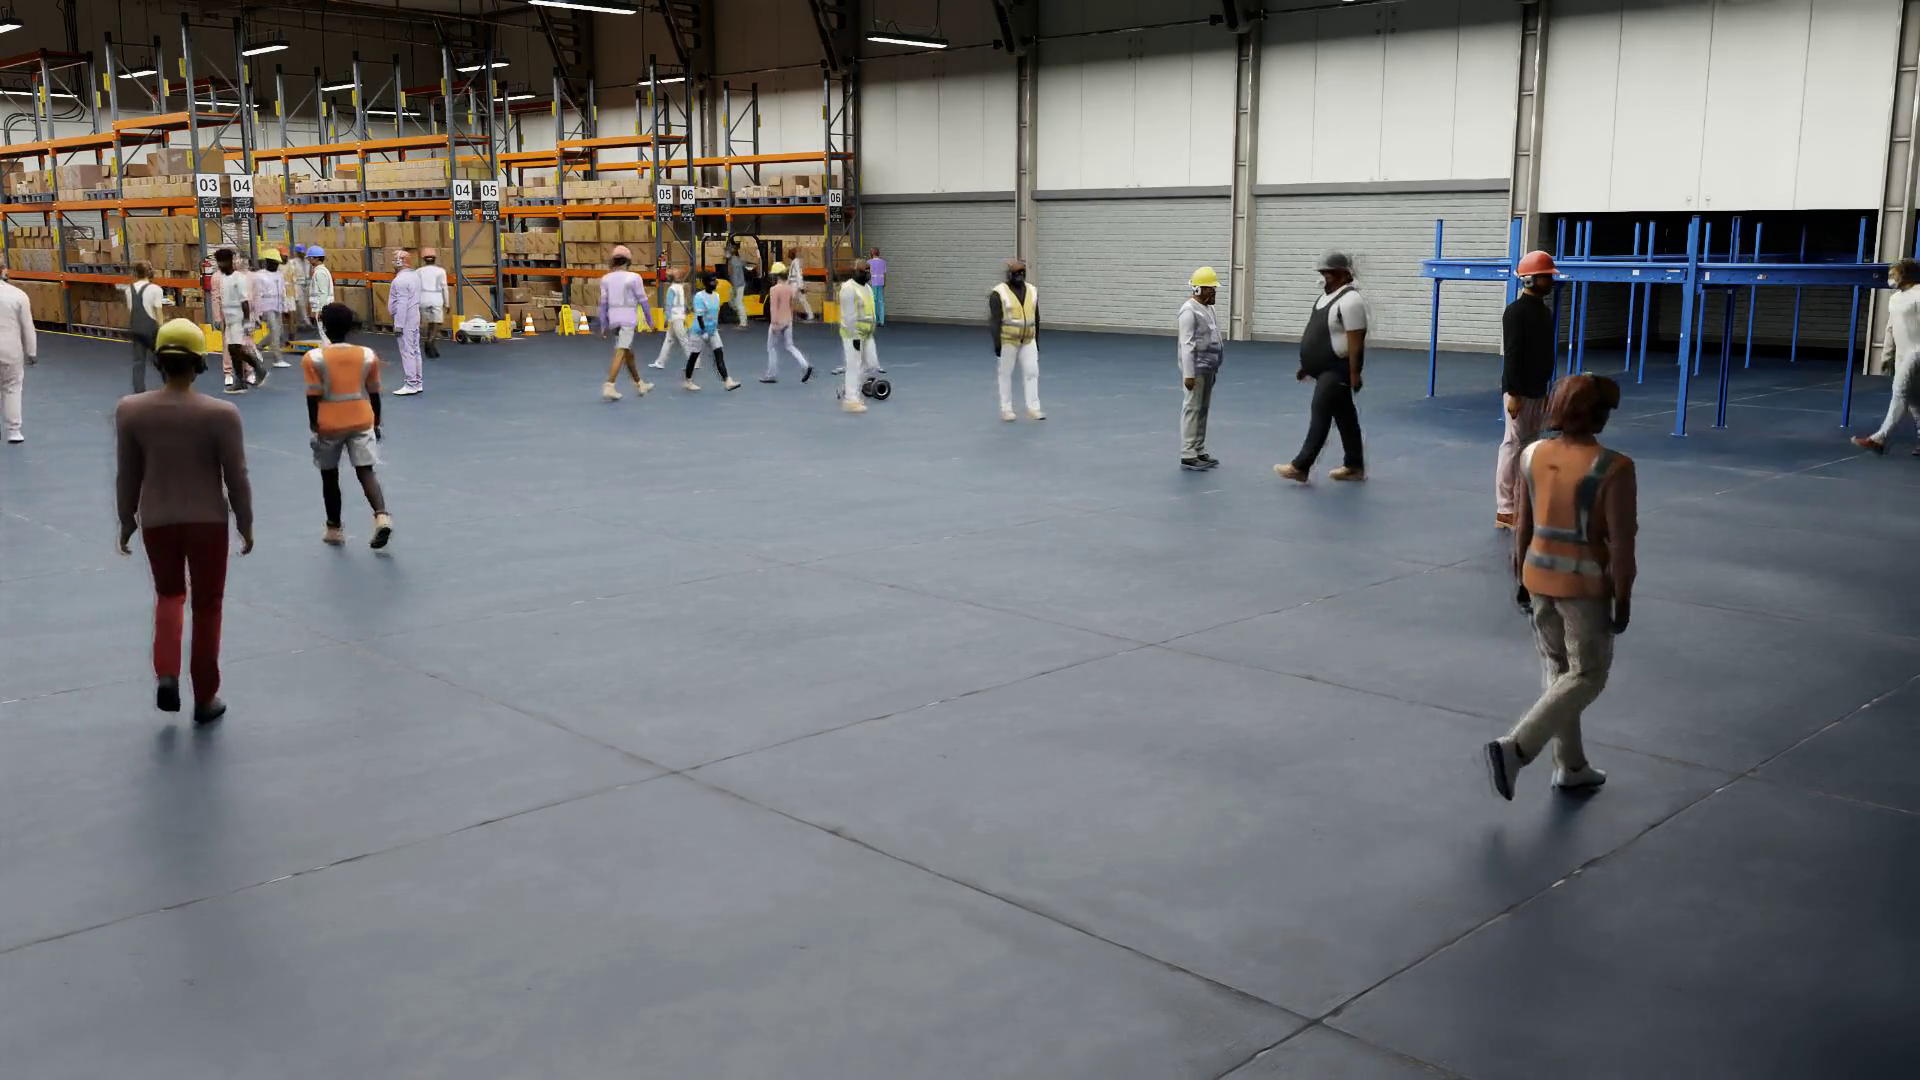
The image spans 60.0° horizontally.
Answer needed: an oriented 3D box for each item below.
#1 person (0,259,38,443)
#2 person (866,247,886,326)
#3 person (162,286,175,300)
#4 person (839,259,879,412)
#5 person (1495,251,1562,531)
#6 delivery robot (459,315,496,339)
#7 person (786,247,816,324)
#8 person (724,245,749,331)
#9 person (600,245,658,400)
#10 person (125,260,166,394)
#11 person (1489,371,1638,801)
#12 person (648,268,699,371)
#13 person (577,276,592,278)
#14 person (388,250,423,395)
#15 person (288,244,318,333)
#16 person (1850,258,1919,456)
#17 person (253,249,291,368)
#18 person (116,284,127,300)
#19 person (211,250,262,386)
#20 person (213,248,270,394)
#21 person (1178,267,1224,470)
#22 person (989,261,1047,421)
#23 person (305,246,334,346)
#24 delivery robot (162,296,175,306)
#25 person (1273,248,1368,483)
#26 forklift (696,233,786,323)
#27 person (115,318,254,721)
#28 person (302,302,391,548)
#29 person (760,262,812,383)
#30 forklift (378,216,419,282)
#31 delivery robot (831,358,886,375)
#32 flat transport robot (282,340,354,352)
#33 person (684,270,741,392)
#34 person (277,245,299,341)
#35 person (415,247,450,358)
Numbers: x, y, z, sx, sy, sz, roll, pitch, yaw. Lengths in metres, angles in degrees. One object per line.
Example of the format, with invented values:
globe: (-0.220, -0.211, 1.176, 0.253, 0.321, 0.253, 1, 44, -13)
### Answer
person: (-9.806, -1.938, 17.005, 0.675, 1.888, 0.438, -4, 11, -18)
person: (-1.950, -5.896, 38.742, 0.564, 1.840, 0.376, -9, 14, -39)
person: (-21.666, -7.117, 45.327, 0.682, 1.855, 0.867, 9, 14, 42)
person: (-1.224, -2.459, 20.034, 0.433, 1.832, 0.636, 5, 11, 25)
person: (4.119, -1.085, 12.060, 0.375, 1.997, 0.611, 9, 13, 39)
delivery robot: (-9.496, -4.180, 32.735, 0.707, 0.478, 0.477, 4, 11, 23)
person: (-3.946, -6.101, 39.907, 1.018, 1.828, 0.579, -1, 10, -4)
person: (-5.003, -5.633, 37.166, 0.560, 1.889, 0.662, -3, 11, -16)
person: (-4.356, -2.817, 21.584, 0.621, 1.984, 1.102, 6, 12, 29)
person: (-9.808, -2.492, 20.261, 0.539, 1.802, 0.898, 2, 11, 11)
person: (2.230, 0.184, 6.165, 0.658, 1.615, 0.526, -6, 12, -28)
person: (-4.491, -3.453, 26.065, 0.853, 1.588, 0.533, 1, 10, 5)
person: (-10.317, -7.112, 45.654, 0.483, 1.737, 0.320, 4, 11, 20)
person: (-7.411, -2.898, 22.200, 0.409, 1.906, 0.651, 0, 10, -1)
person: (-14.185, -5.442, 36.069, 0.973, 1.896, 0.647, 7, 13, 35)
person: (9.078, -1.749, 15.993, 0.871, 1.882, 0.721, 0, 10, 1)
person: (-11.159, -3.736, 26.793, 0.706, 1.899, 0.594, 3, 11, 18)
person: (-19.568, -5.842, 38.860, 0.542, 1.679, 0.481, -10, 14, -44)
person: (-10.235, -3.151, 23.575, 0.651, 1.906, 0.401, -8, 13, -39)
person: (-9.679, -2.937, 22.309, 0.648, 1.943, 0.567, 9, 14, 42)
person: (2.192, -1.564, 15.149, 0.403, 1.828, 0.594, 6, 12, 29)
person: (0.683, -2.237, 18.839, 0.662, 1.813, 0.807, -5, 11, -25)
person: (-9.901, -3.577, 25.787, 0.394, 1.945, 0.618, -3, 11, -18)
delivery robot: (-20.707, -6.118, 43.304, 0.477, 0.478, 0.707, -8, 13, -39)
person: (3.119, -1.498, 14.315, 0.973, 2.000, 0.694, -1, 10, -4)
forklift: (-5.496, -6.489, 41.108, 2.313, 2.155, 1.214, -10, 14, -44)
person: (-3.357, -0.083, 7.245, 0.558, 1.751, 0.360, -1, 10, -5)
person: (-4.128, -0.769, 11.234, 0.536, 1.671, 0.786, -8, 13, -39)
person: (-2.517, -3.123, 23.878, 0.790, 1.737, 0.534, 6, 12, 30)
forklift: (-17.868, -9.201, 54.028, 1.873, 2.768, 1.129, -10, 14, -44)
delivery robot: (-1.322, -2.277, 21.653, 0.698, 0.223, 0.335, -4, 11, -21)
flat transport robot: (-11.546, -3.481, 29.955, 1.431, 0.197, 0.652, 9, 14, 40)
person: (-3.390, -2.810, 22.416, 0.899, 1.633, 0.534, 6, 12, 30)
person: (-13.163, -4.770, 32.373, 0.562, 1.918, 0.554, -7, 13, -34)
person: (-9.147, -4.088, 28.715, 0.587, 1.904, 0.702, 1, 10, 3)
